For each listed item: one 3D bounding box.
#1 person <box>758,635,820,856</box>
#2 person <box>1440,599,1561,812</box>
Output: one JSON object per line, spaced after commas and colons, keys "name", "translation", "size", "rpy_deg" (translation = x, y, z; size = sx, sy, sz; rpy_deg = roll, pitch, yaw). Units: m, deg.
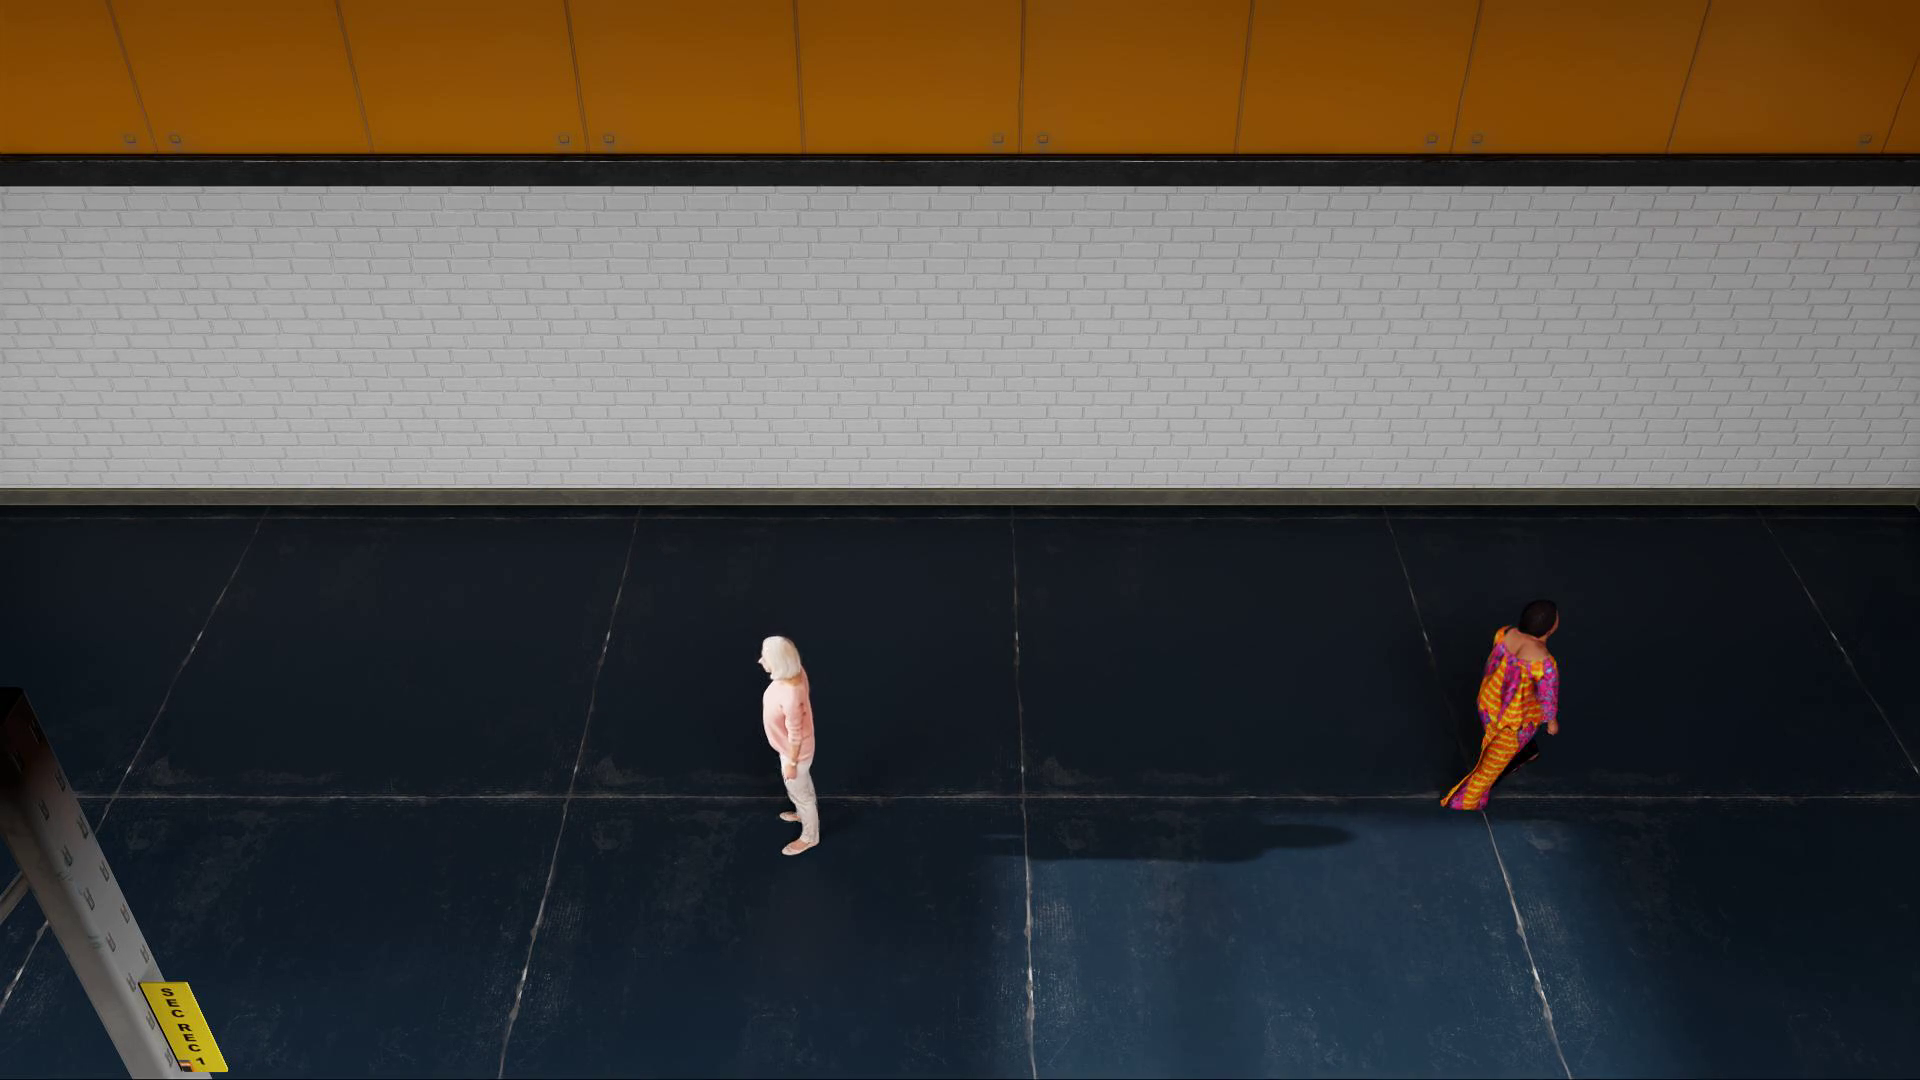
{"name": "person", "translation": [-1.012, 1.228, 10.166], "size": [0.710, 1.724, 0.526], "rpy_deg": [-6, 39, -8]}
{"name": "person", "translation": [3.407, 1.064, 10.432], "size": [0.950, 1.648, 1.088], "rpy_deg": [-12, 40, -15]}
